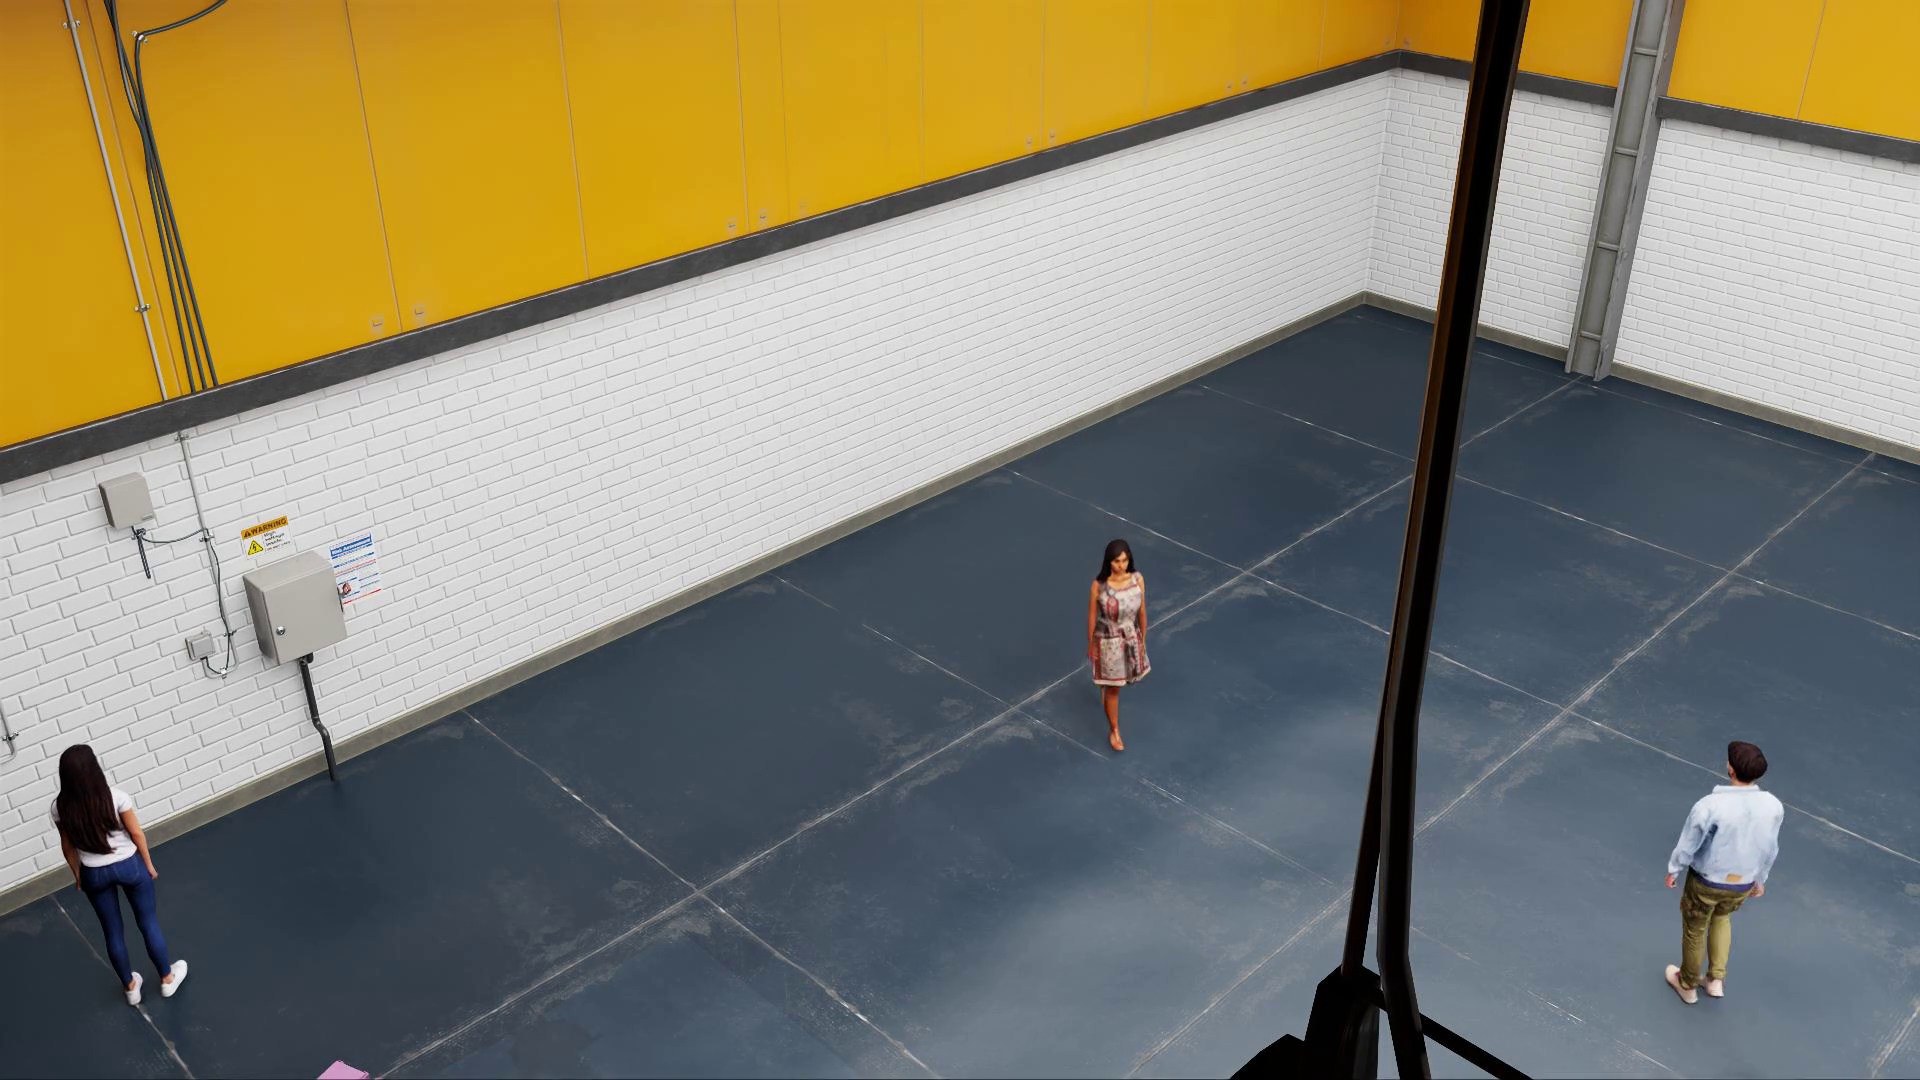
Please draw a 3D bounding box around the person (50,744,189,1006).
[{"bbox_3d":[-4.903,1.941,9.640,0.673,1.774,0.686,-6,29,-11],"label":"person"}]

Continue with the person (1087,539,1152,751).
[{"bbox_3d":[1.118,0.694,12.078,0.893,1.630,1.019,-7,29,-13],"label":"person"}]

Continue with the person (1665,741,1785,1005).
[{"bbox_3d":[4.393,1.978,9.542,0.818,1.803,0.867,-1,29,-2],"label":"person"}]
